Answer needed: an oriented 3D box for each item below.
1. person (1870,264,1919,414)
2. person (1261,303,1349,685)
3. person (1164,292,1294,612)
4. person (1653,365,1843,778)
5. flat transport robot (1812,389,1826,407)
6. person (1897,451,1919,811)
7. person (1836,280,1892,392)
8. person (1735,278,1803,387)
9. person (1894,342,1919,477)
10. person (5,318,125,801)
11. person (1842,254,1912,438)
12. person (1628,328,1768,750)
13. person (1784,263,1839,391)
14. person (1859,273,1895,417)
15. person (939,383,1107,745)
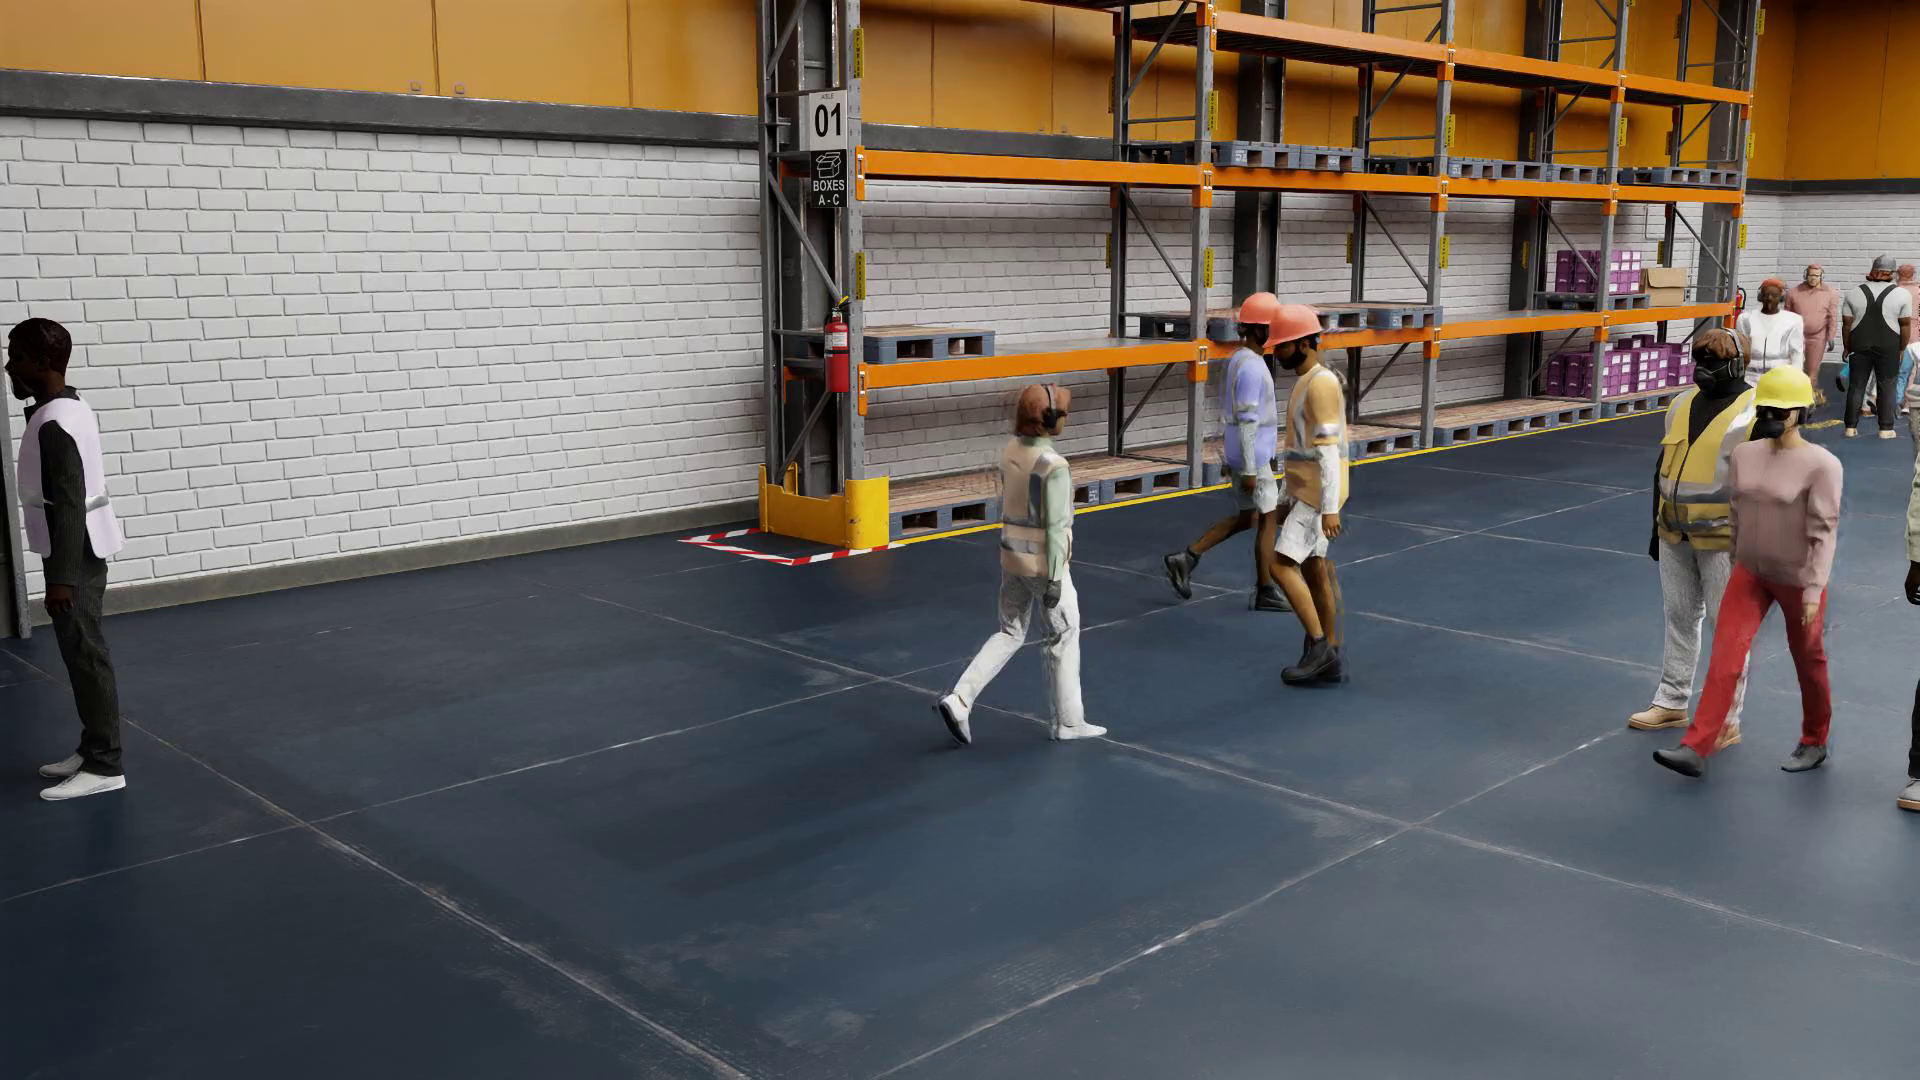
[{"bbox_3d":[11.931,-2.558,21.160,0.642,1.865,0.949,2,11,9],"label":"person"},{"bbox_3d":[1.727,-0.218,8.286,0.474,1.907,0.588,1,10,4],"label":"person"},{"bbox_3d":[1.658,-0.511,9.880,0.776,1.913,0.552,1,10,4],"label":"person"},{"bbox_3d":[3.303,0.152,6.780,0.948,1.712,0.539,-6,12,-28],"label":"person"},{"bbox_3d":[10.797,-1.849,21.654,0.652,0.197,1.431,7,13,35],"label":"flat transport robot"},{"bbox_3d":[3.968,0.088,6.383,0.612,1.997,0.376,6,12,28],"label":"person"},{"bbox_3d":[12.703,-2.914,23.274,0.561,1.812,0.620,-2,11,-11],"label":"person"},{"bbox_3d":[7.339,-1.448,15.183,0.604,1.840,0.887,6,12,30],"label":"person"},{"bbox_3d":[8.312,-1.155,14.248,0.533,1.587,0.886,7,13,35],"label":"person"},{"bbox_3d":[-3.576,0.073,6.681,0.392,1.919,0.590,-5,12,-26],"label":"person"},{"bbox_3d":[10.194,-2.157,18.505,0.688,2.000,0.536,8,13,39],"label":"person"},{"bbox_3d":[3.294,-0.010,7.340,0.429,1.843,0.633,-5,11,-24],"label":"person"},{"bbox_3d":[10.914,-2.606,21.402,0.640,1.881,0.431,5,12,27],"label":"person"},{"bbox_3d":[11.256,-2.451,20.439,0.468,1.928,0.631,-10,14,-44],"label":"person"},{"bbox_3d":[0.275,0.121,7.257,0.730,1.614,0.523,-6,12,-30],"label":"person"}]
